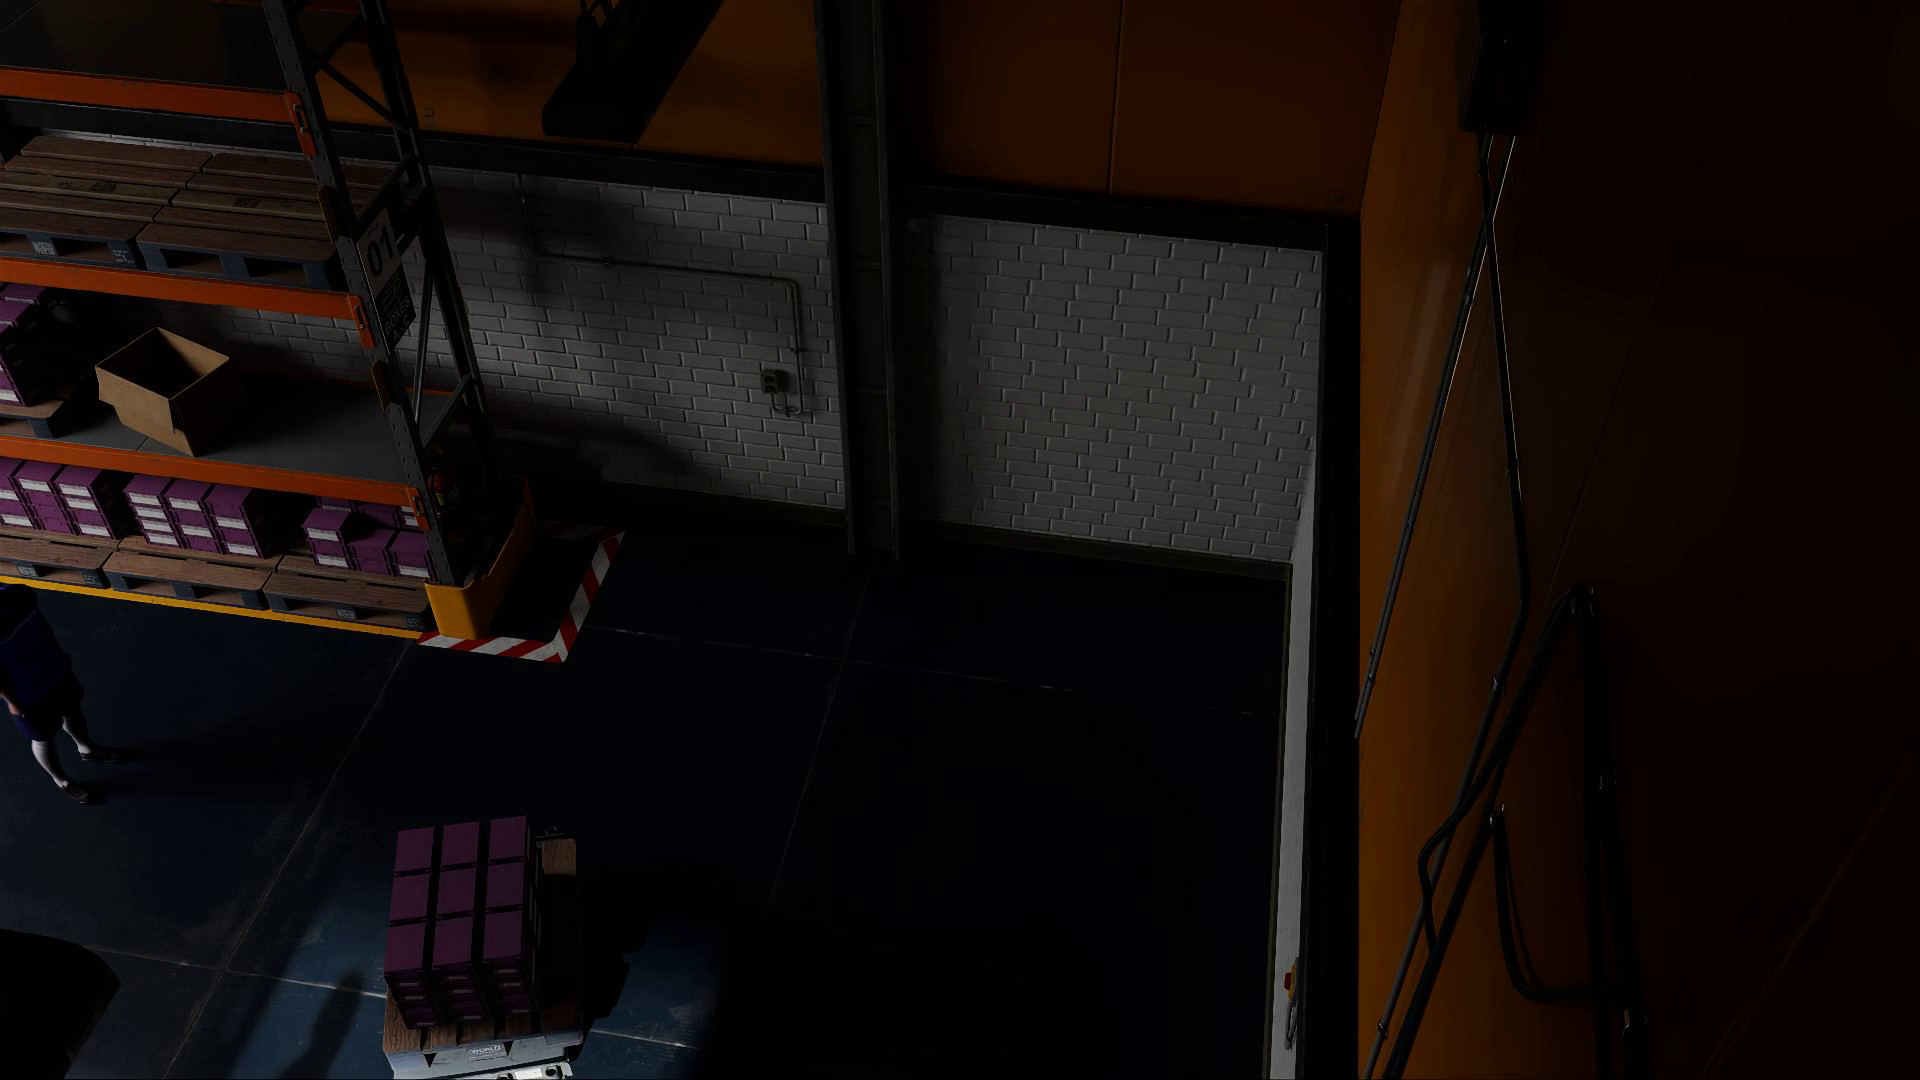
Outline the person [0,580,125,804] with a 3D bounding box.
[{"bbox_3d":[-5.605,0.833,10.073,0.568,1.841,0.680,10,45,10],"label":"person"}]
